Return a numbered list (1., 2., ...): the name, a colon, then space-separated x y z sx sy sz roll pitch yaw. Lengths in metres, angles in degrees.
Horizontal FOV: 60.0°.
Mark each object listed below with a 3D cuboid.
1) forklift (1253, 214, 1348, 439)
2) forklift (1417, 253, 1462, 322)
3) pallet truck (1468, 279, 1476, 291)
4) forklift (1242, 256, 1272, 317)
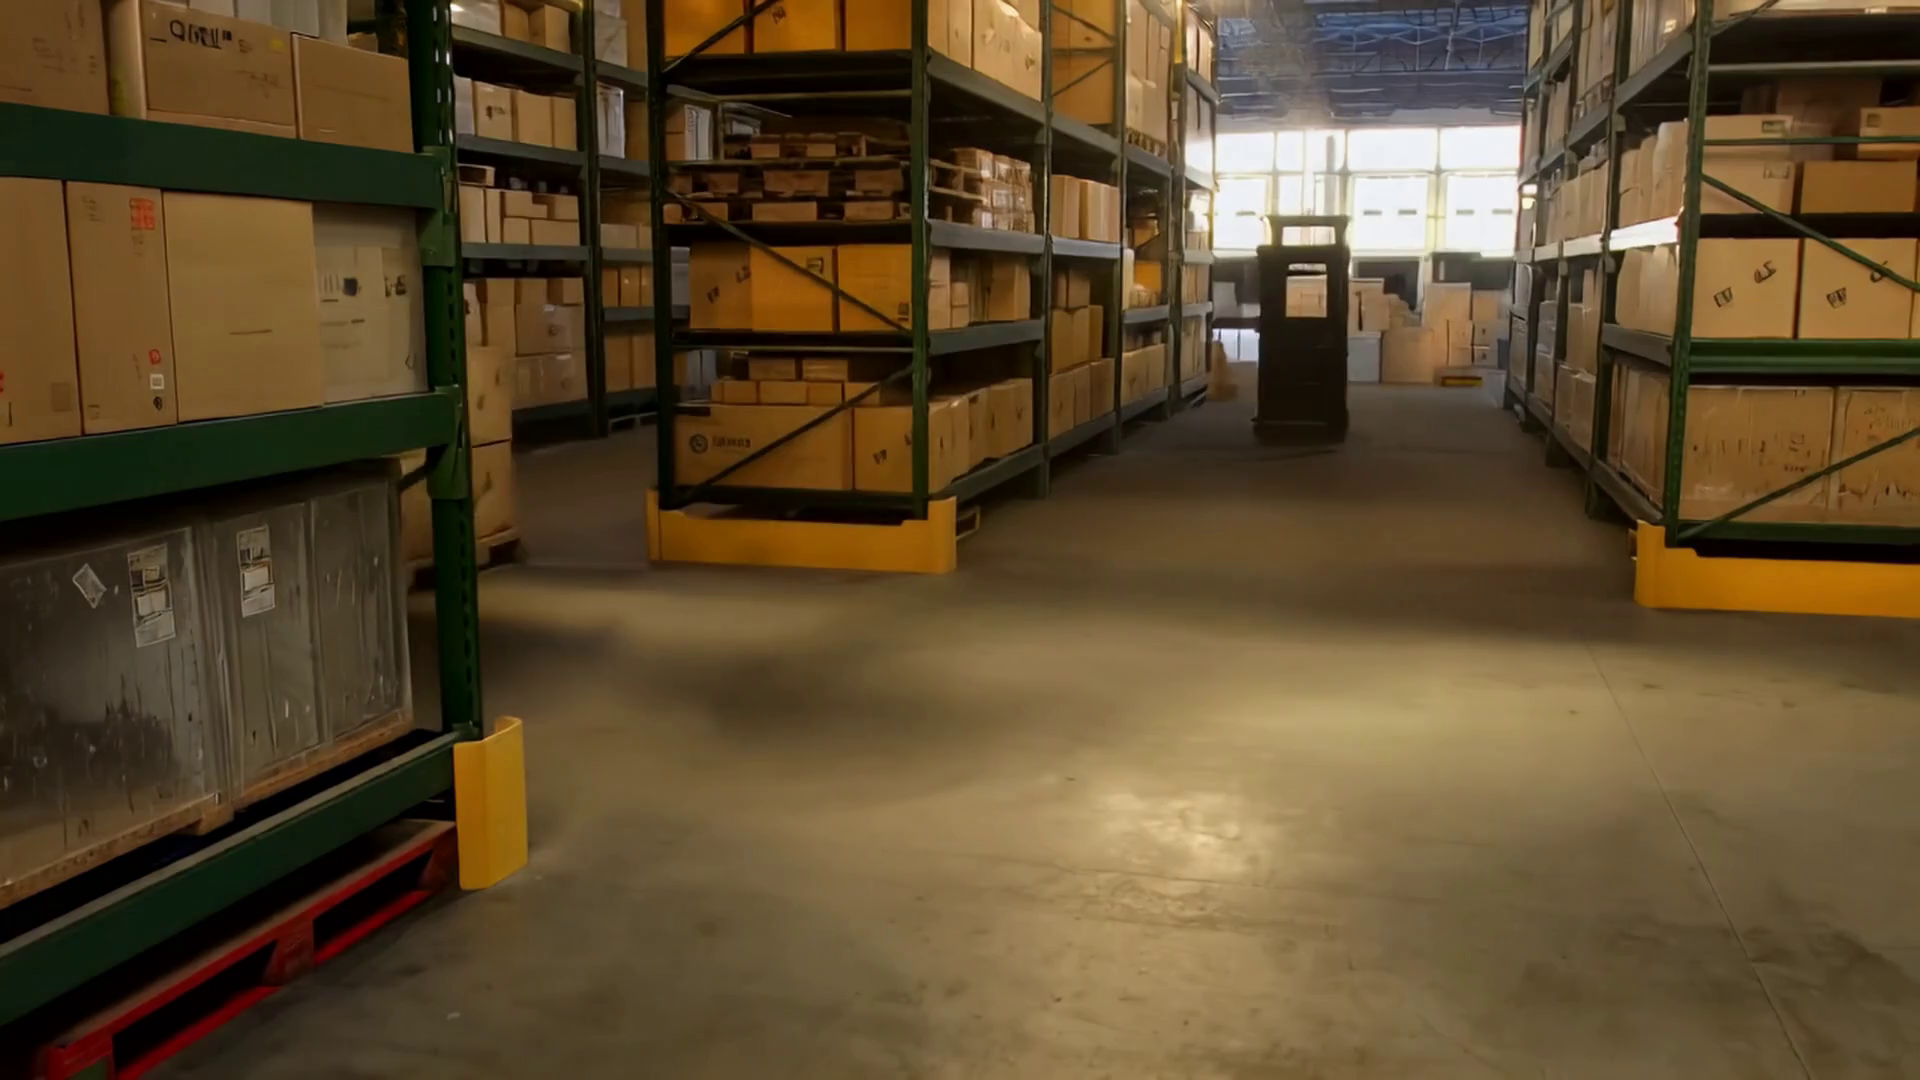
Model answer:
1. forklift: 4.442 -2.771 21.379 1.129 2.768 1.873 2 9 15
2. forklift: 15.323 -7.665 52.470 1.129 2.768 1.873 -2 9 -14
3. pallet truck: 18.896 -8.459 60.307 1.885 1.965 0.823 5 10 31
4. forklift: 10.671 -8.733 59.252 1.129 2.768 1.873 2 9 15
